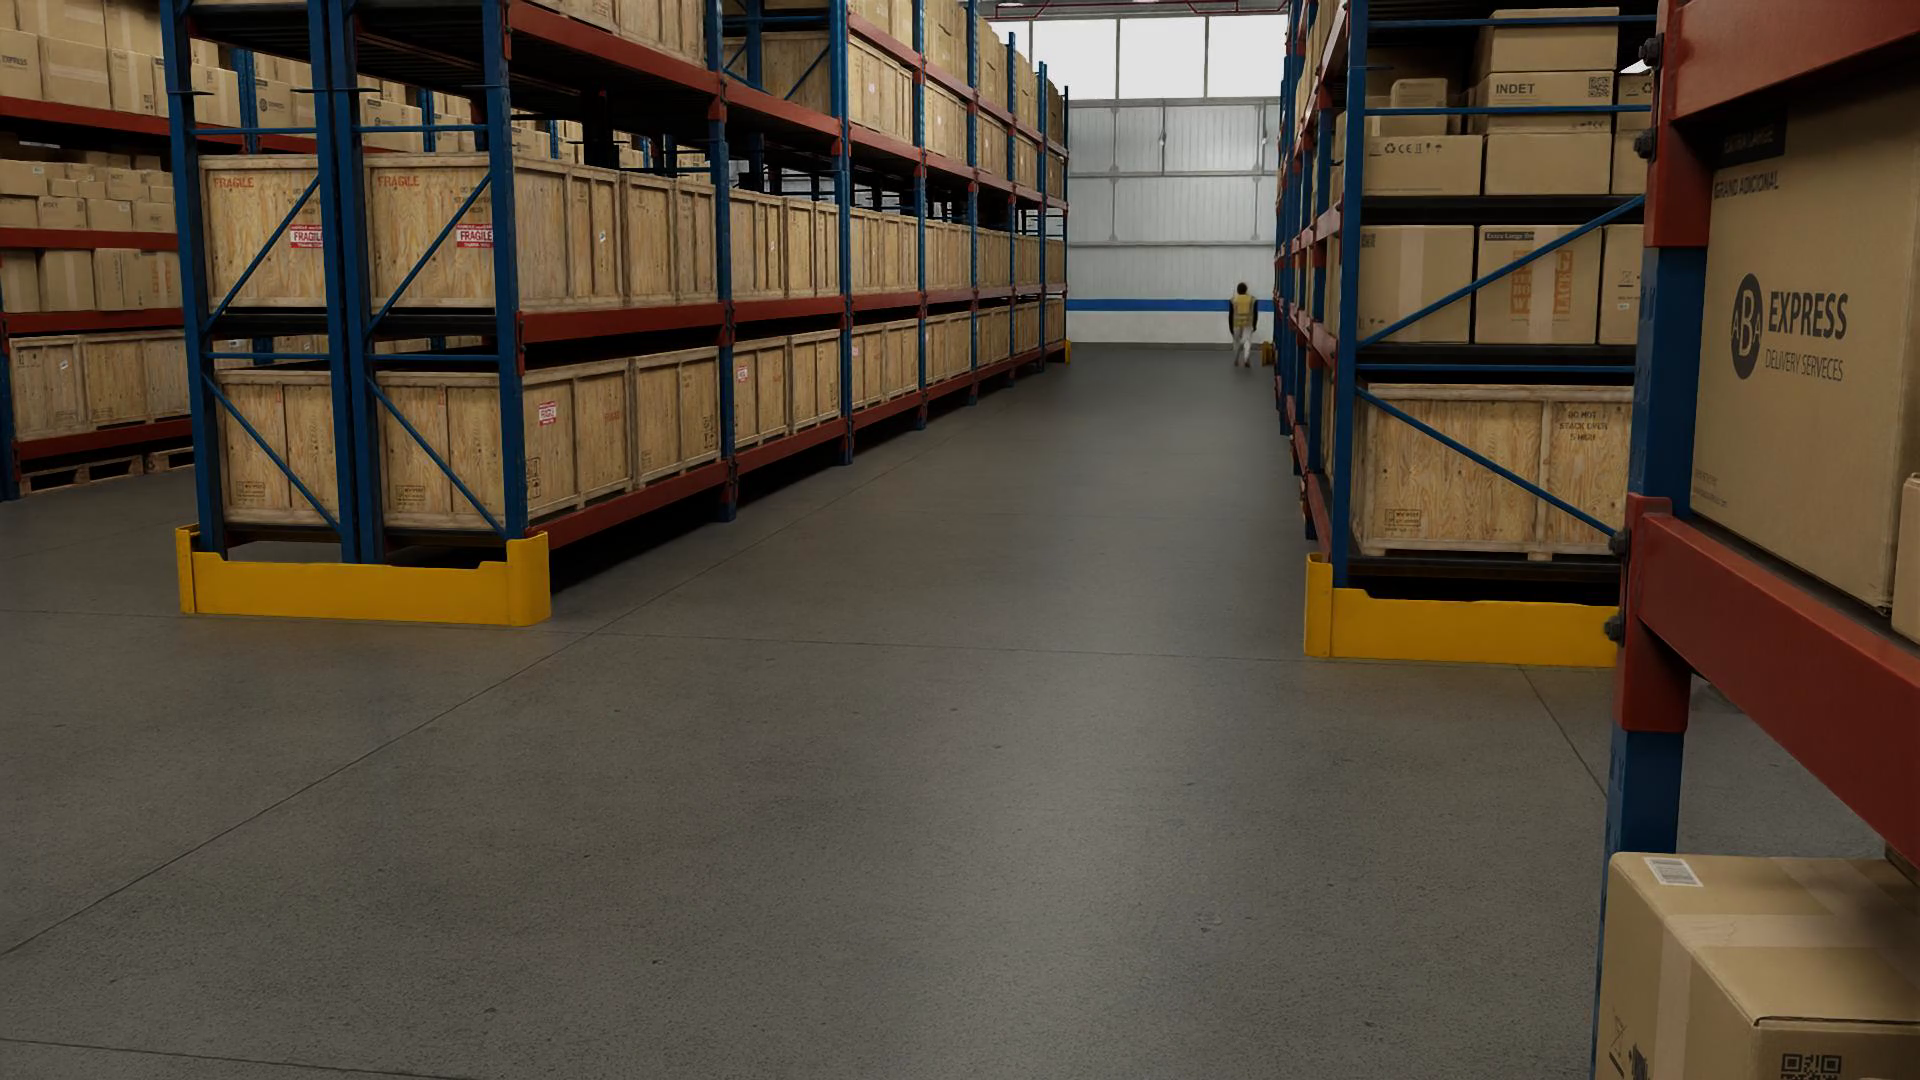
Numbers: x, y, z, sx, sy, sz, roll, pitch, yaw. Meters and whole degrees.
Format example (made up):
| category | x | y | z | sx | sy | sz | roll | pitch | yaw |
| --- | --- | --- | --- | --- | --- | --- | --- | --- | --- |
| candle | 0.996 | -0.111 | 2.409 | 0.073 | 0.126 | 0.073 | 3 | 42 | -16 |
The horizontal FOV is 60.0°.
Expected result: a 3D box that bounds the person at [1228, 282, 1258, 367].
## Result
| category | x | y | z | sx | sy | sz | roll | pitch | yaw |
| --- | --- | --- | --- | --- | --- | --- | --- | --- | --- |
| person | 6.069 | -4.617 | 35.663 | 0.623 | 1.810 | 0.876 | 1 | 9 | 5 |
